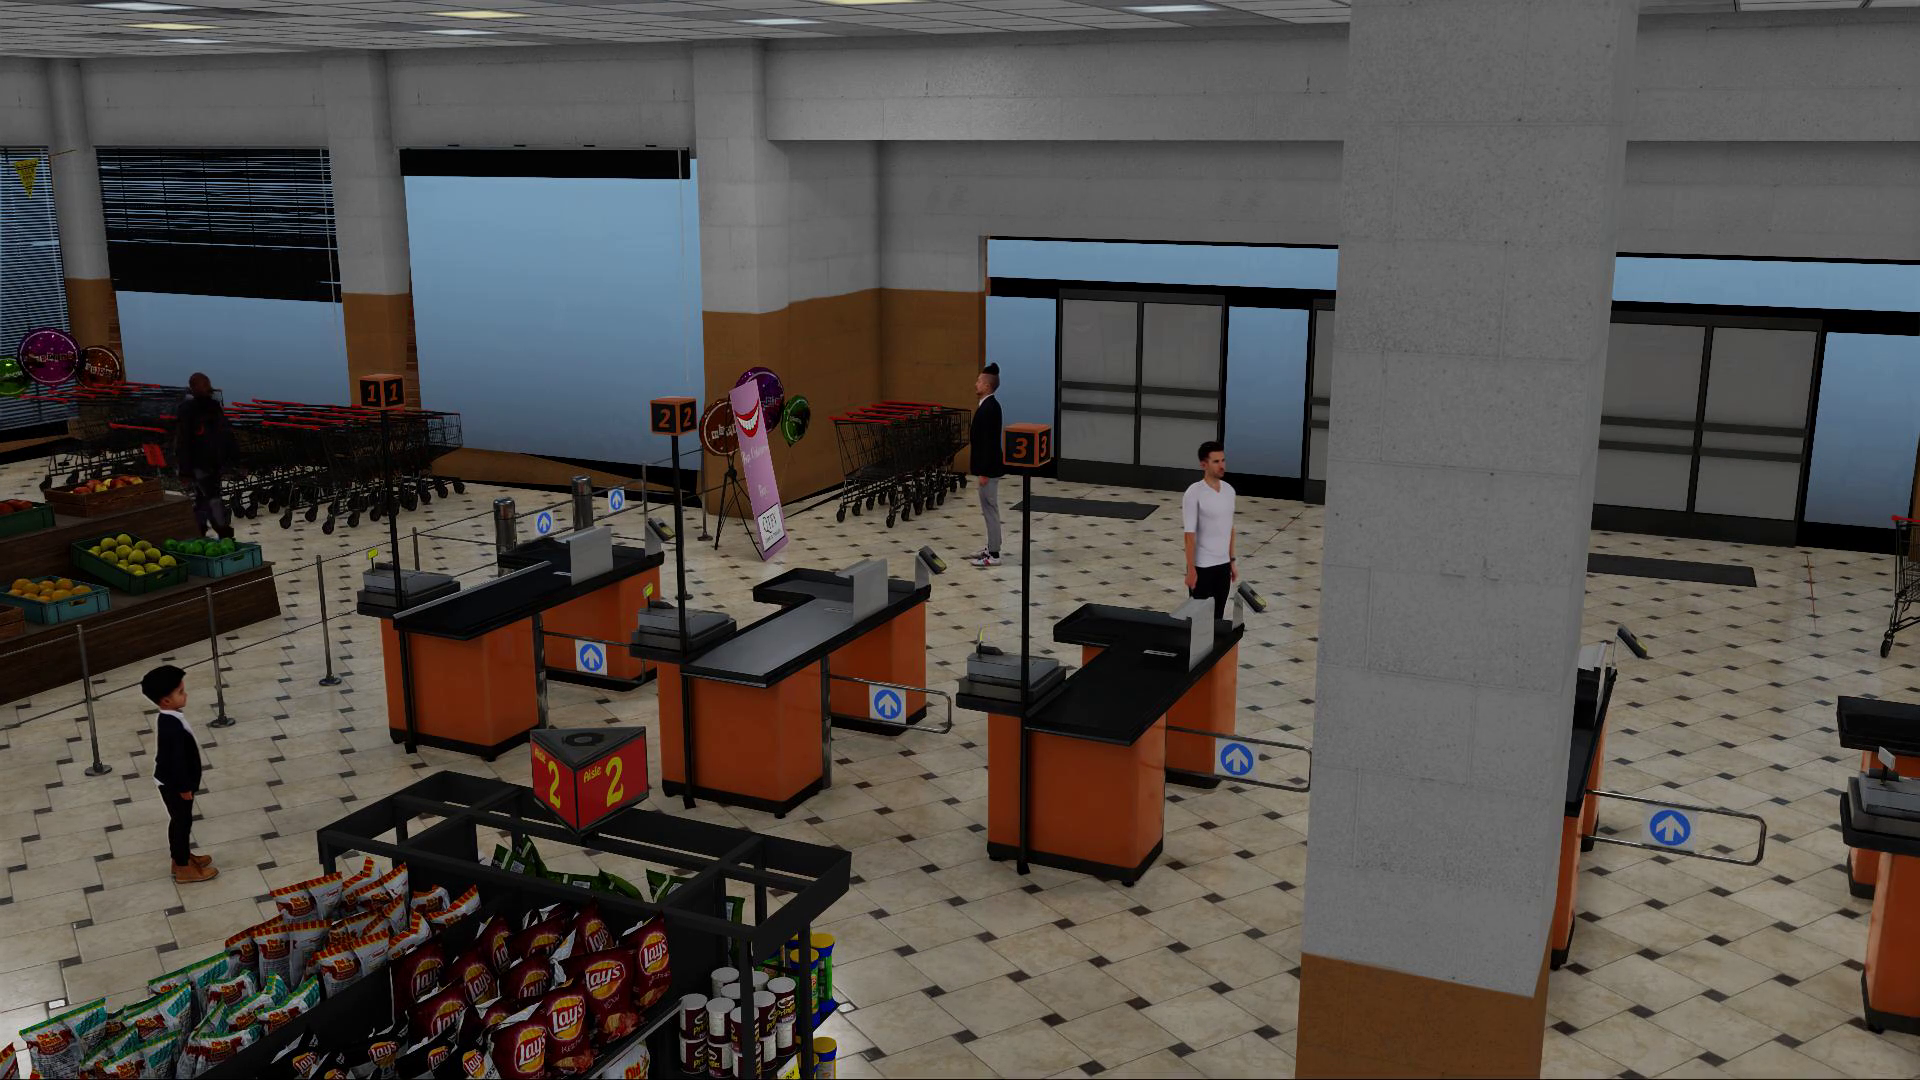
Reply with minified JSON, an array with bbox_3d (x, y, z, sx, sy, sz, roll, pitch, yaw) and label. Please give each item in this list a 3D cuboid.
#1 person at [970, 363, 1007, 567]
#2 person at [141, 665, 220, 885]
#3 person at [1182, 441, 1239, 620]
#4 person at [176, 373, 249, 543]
[{"bbox_3d":[0.274,-0.732,15.979,0.852,1.950,0.685,0,14,1],"label":"person"},{"bbox_3d":[-4.337,1.284,9.206,0.617,1.226,0.582,-8,16,-30],"label":"person"},{"bbox_3d":[1.863,0.170,12.468,0.677,1.852,0.809,-10,17,-36],"label":"person"},{"bbox_3d":[-7.491,-0.741,16.330,0.887,1.803,1.050,3,14,14],"label":"person"}]
